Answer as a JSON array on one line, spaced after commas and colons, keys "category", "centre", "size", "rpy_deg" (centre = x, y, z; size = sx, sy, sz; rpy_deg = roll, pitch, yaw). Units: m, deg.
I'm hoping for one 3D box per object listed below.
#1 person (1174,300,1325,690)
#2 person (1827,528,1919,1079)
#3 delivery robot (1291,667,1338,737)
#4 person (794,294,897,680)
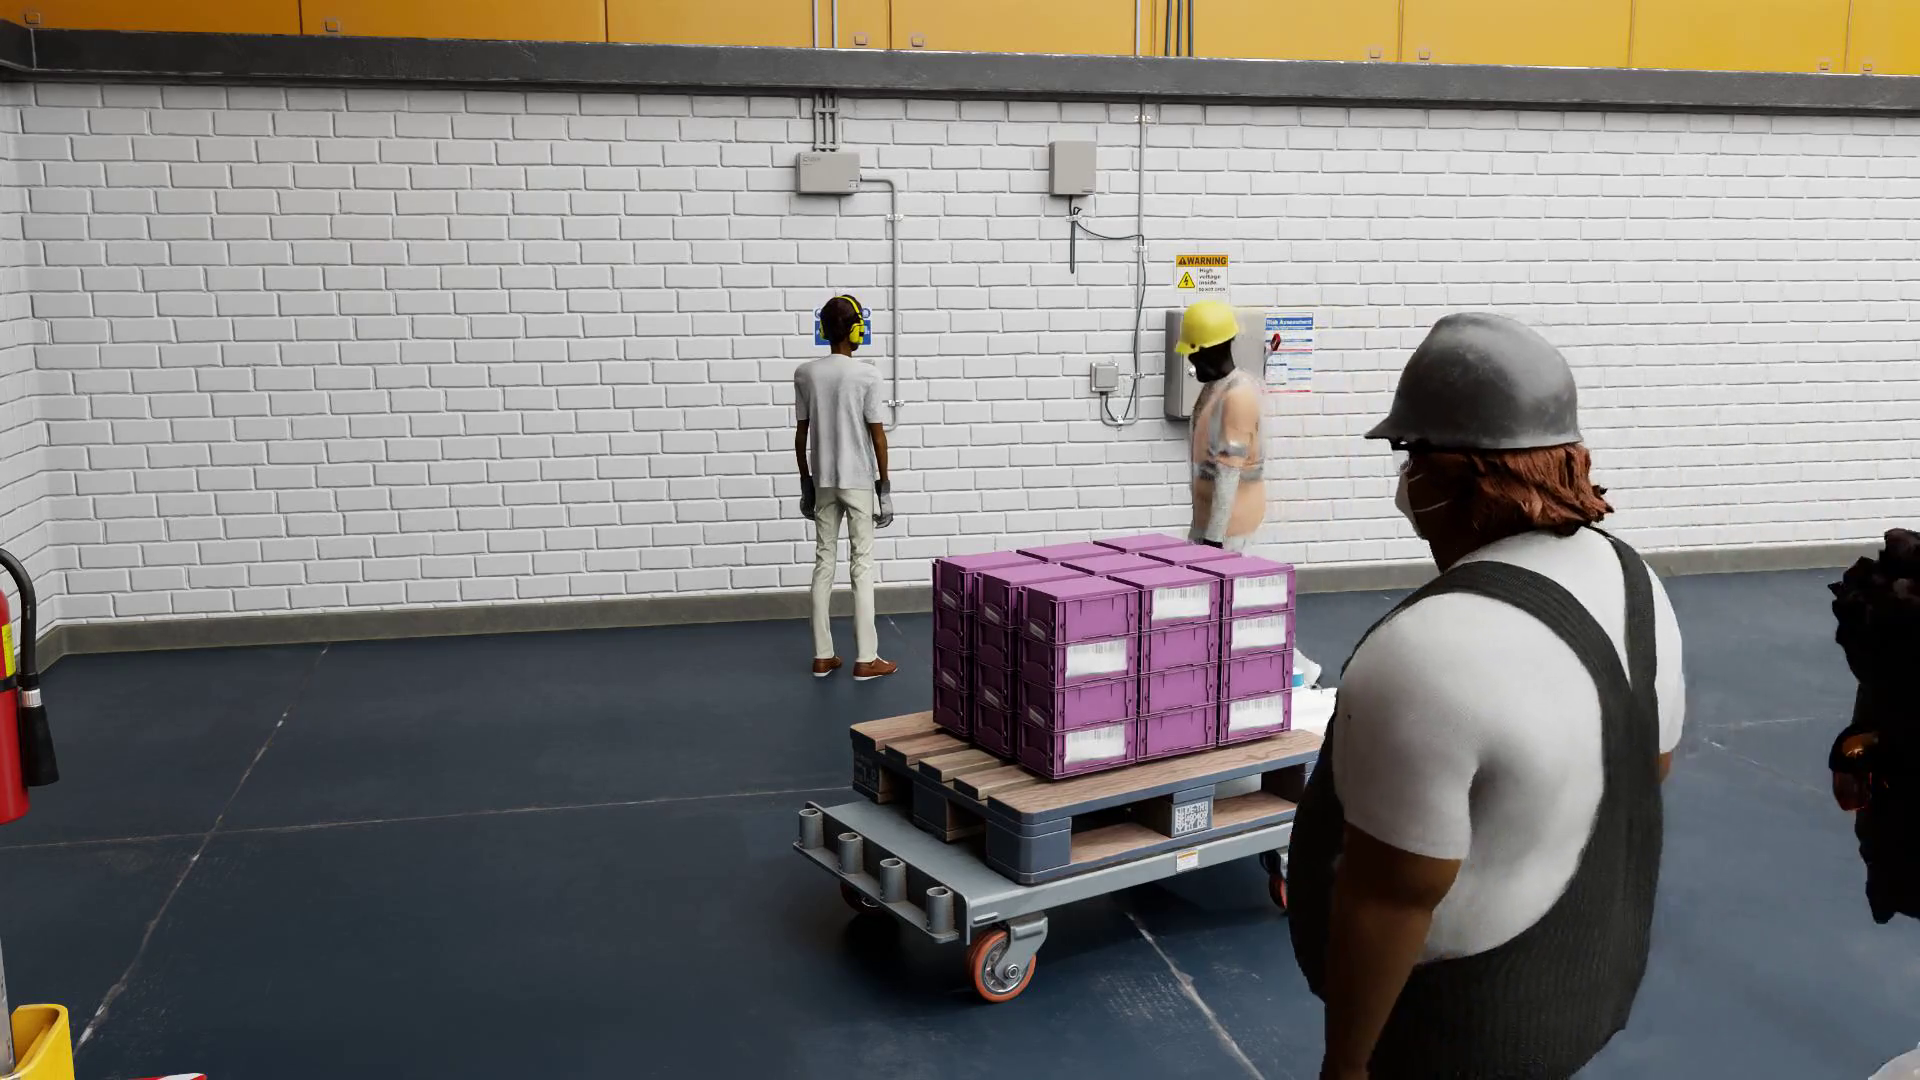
[{"category": "person", "centre": [1.231, -0.111, 7.290], "size": [0.726, 1.885, 0.589], "rpy_deg": [-2, 10, -11]}, {"category": "person", "centre": [0.773, 0.937, 1.308], "size": [0.602, 1.952, 0.422], "rpy_deg": [-5, 11, -25]}, {"category": "delivery robot", "centre": [1.212, 0.712, 6.143], "size": [0.707, 0.478, 0.477], "rpy_deg": [-5, 11, -27]}, {"category": "person", "centre": [-0.555, -0.249, 8.084], "size": [0.513, 1.872, 0.328], "rpy_deg": [4, 11, 23]}]
